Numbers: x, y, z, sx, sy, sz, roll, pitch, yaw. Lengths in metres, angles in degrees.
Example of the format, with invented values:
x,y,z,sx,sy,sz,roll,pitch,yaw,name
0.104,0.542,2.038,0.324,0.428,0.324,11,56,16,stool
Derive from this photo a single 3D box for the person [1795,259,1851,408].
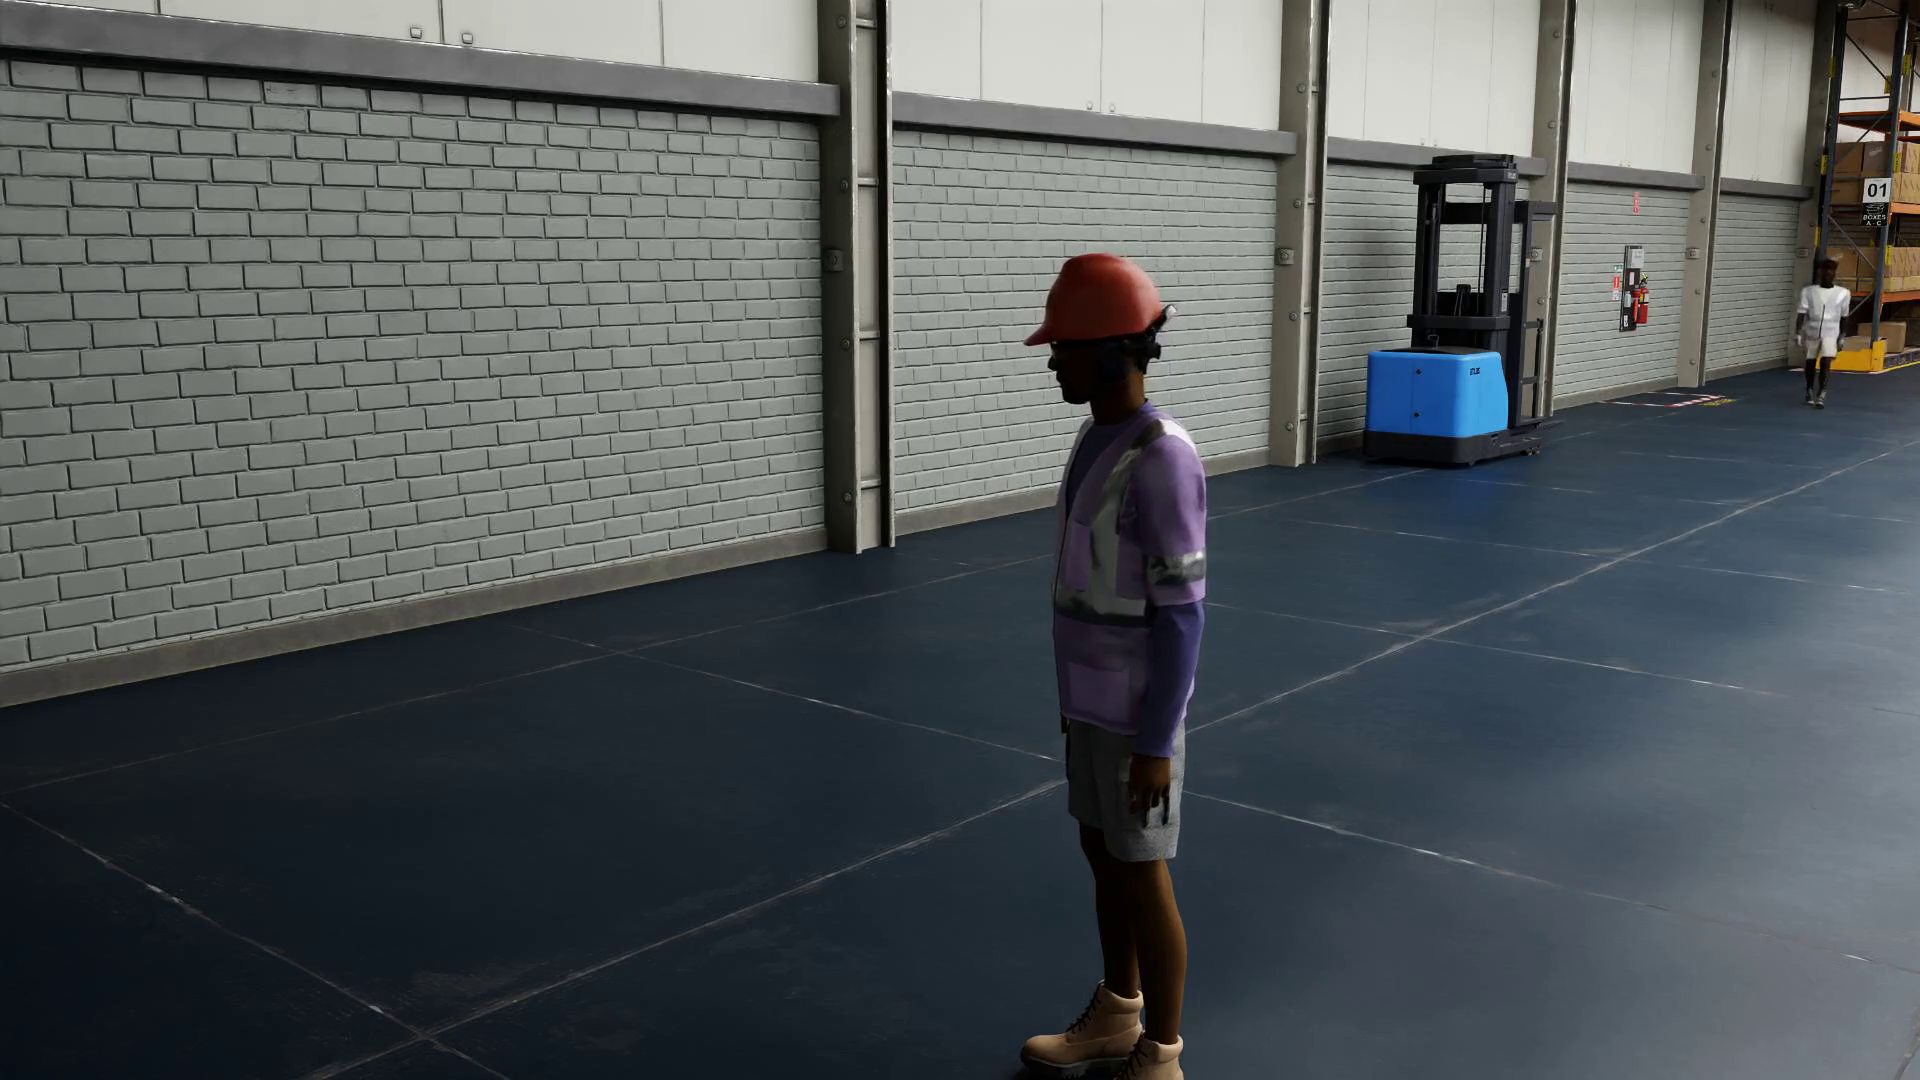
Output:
x,y,z,sx,sy,sz,roll,pitch,yaw,name
11.270,-2.706,21.753,0.604,1.918,1.048,6,11,29,person

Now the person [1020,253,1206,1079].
x,y,z,sx,sy,sz,roll,pitch,yaw,name
0.341,0.366,3.872,0.388,2.039,0.615,-2,10,-13,person

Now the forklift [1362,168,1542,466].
x,y,z,sx,sy,sz,roll,pitch,yaw,name
4.875,-2.212,16.287,1.129,2.768,1.873,8,13,40,forklift
